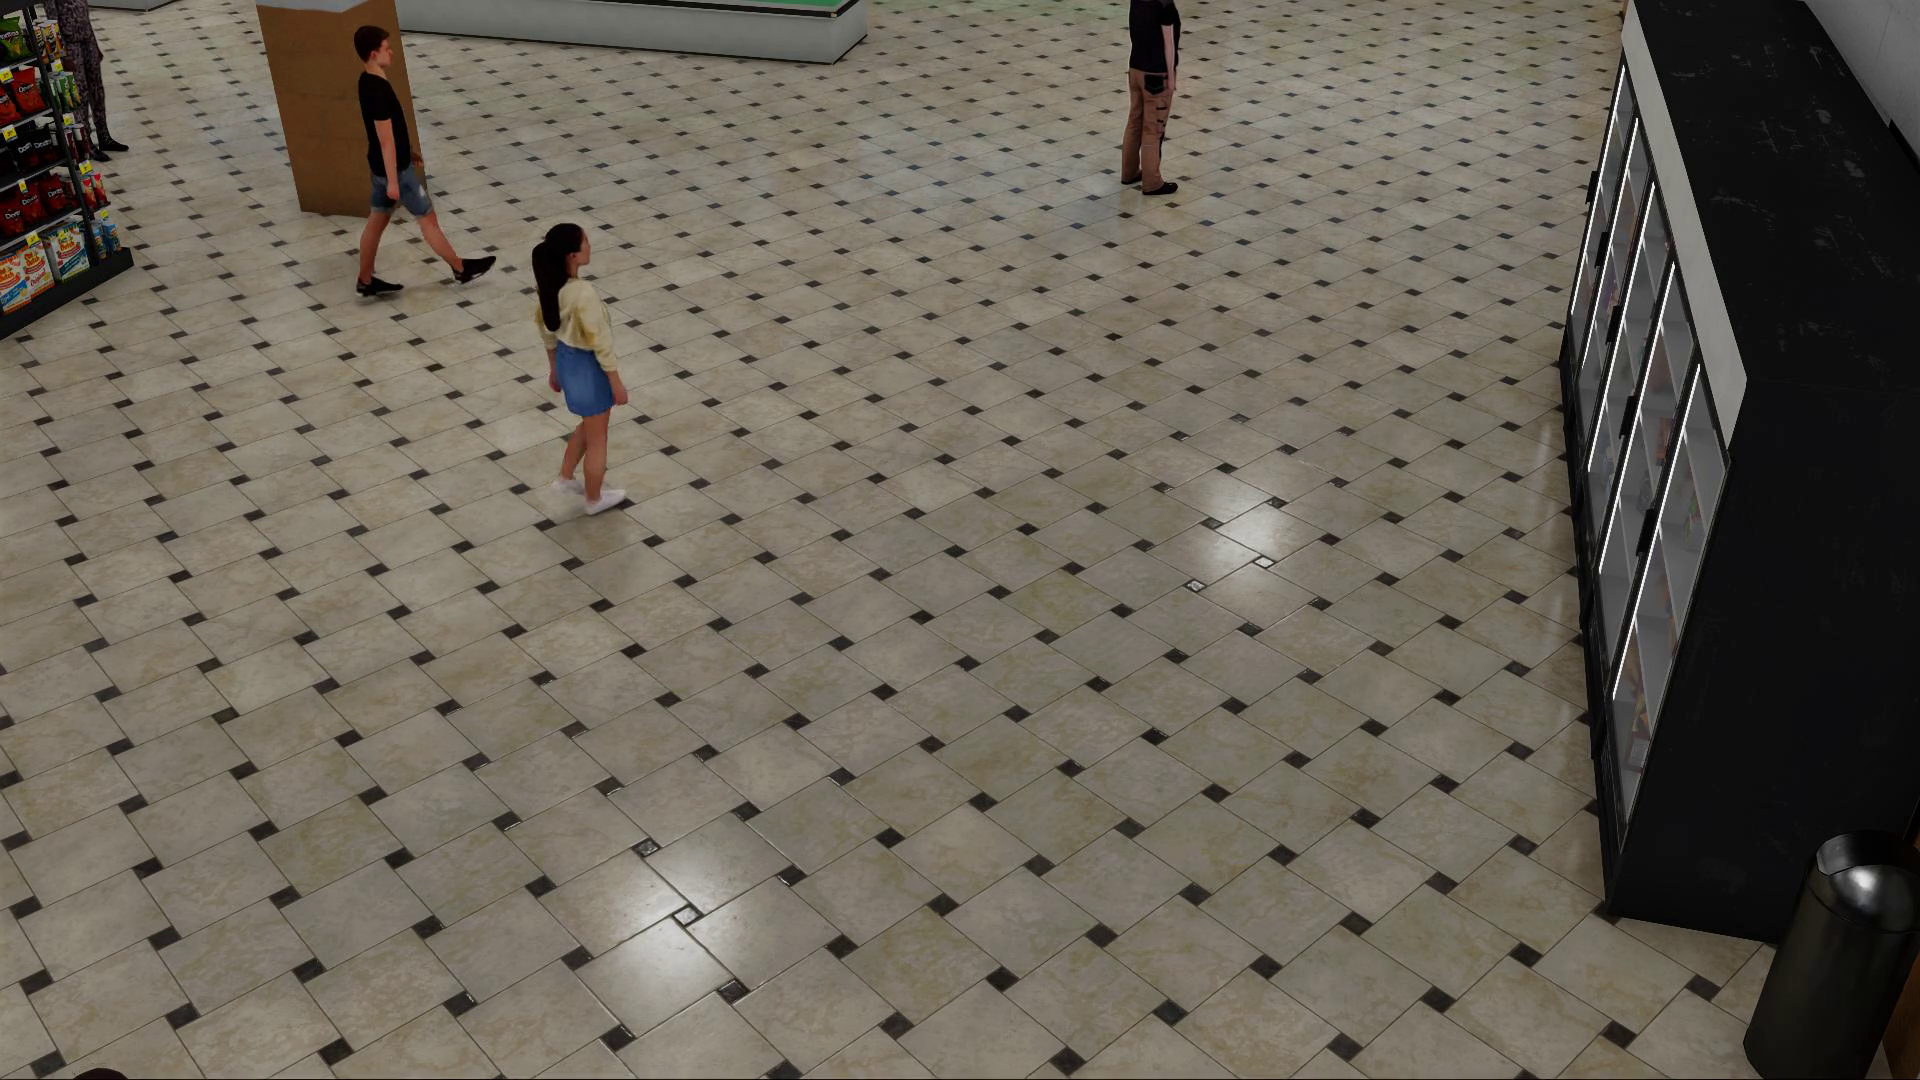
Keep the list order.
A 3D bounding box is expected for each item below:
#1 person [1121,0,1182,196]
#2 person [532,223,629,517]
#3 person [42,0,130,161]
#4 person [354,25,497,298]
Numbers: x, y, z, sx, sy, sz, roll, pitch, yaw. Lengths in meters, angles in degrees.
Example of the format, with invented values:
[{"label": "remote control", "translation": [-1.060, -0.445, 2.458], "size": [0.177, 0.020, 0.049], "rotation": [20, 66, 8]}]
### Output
[{"label": "person", "translation": [1.467, -3.616, 12.828], "size": [0.823, 1.842, 0.769], "rotation": [-16, 35, -24]}, {"label": "person", "translation": [-2.002, -0.827, 8.554], "size": [0.830, 1.621, 0.750], "rotation": [-25, 40, -34]}, {"label": "person", "translation": [-7.179, -3.974, 13.524], "size": [0.541, 1.714, 0.562], "rotation": [8, 33, 13]}, {"label": "person", "translation": [-3.842, -2.435, 10.968], "size": [1.251, 1.800, 1.172], "rotation": [-16, 35, -24]}]
